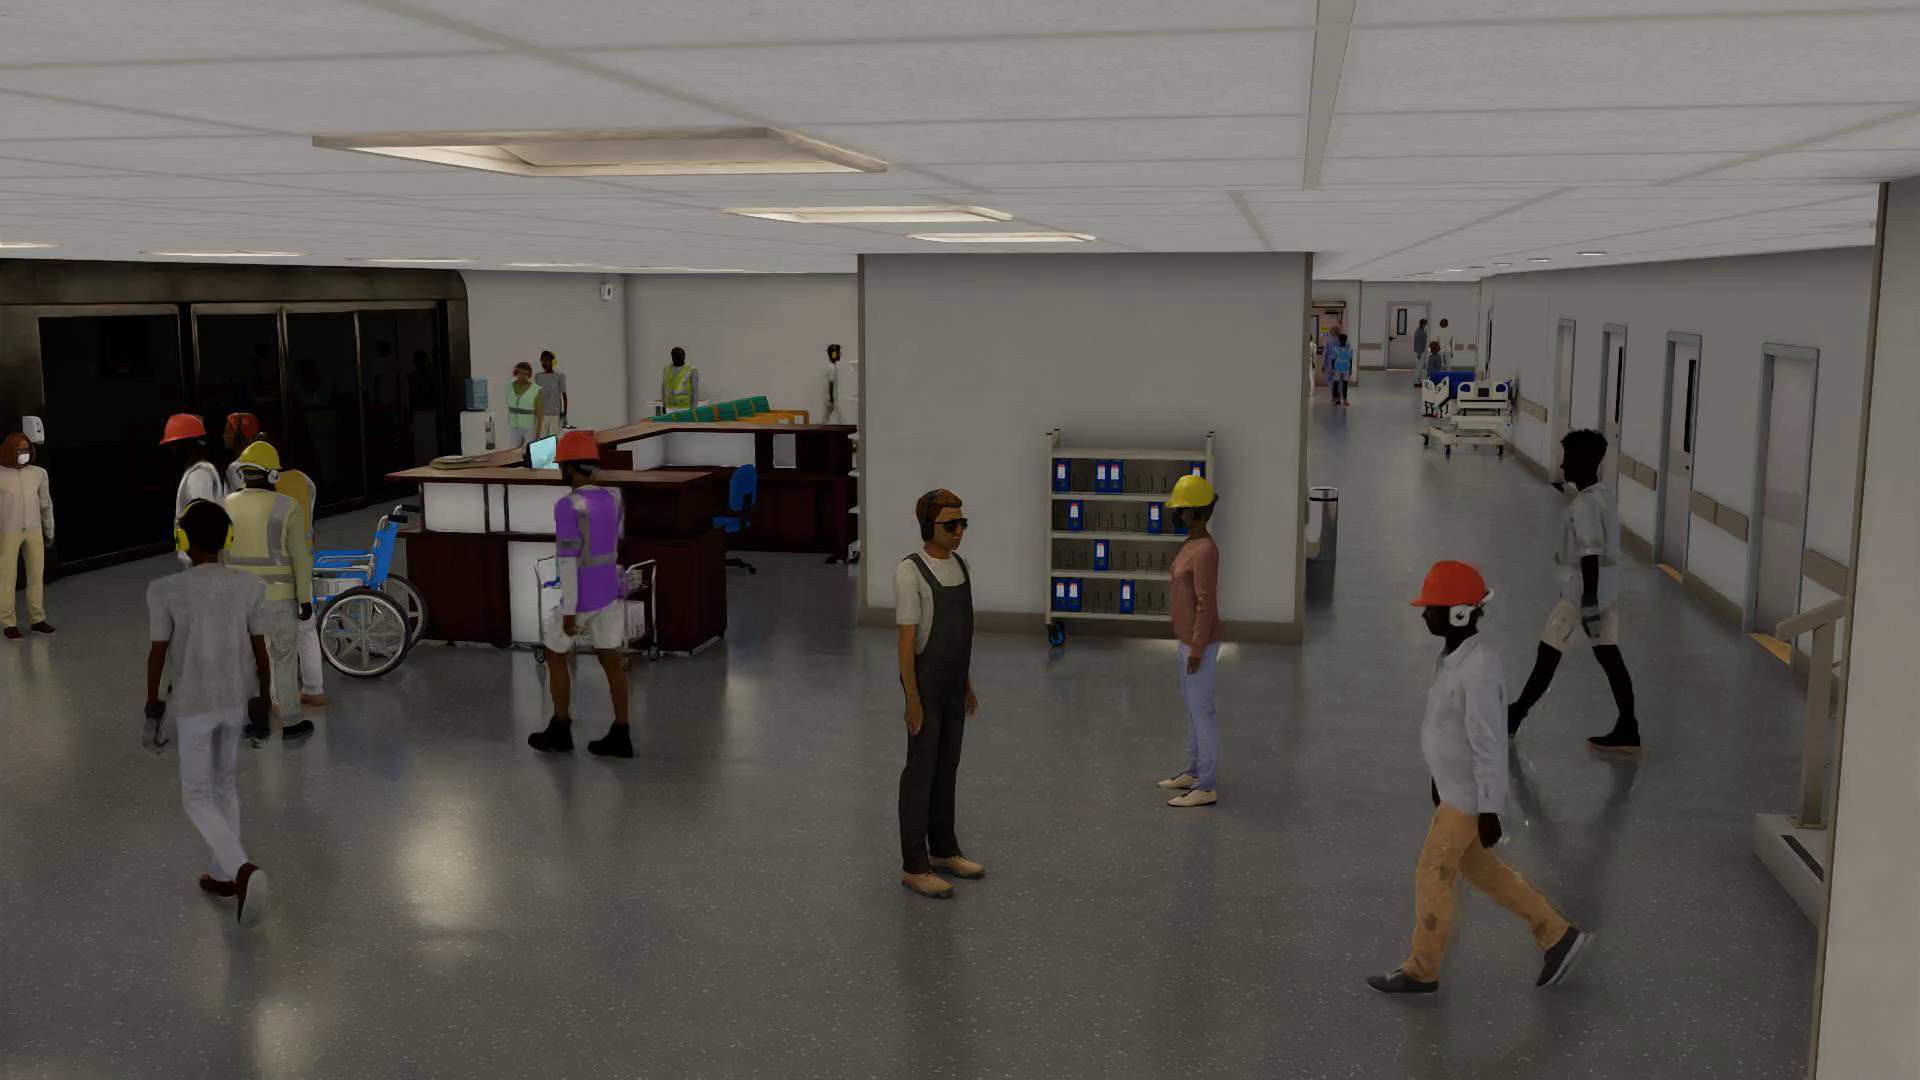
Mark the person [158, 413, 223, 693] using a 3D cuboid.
[{"bbox_3d":[-5.135,0.100,11.246,0.473,1.915,0.569,-3,9,-22],"label":"person"}]

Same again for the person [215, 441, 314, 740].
[{"bbox_3d":[-4.231,0.311,10.144,0.595,1.823,0.403,1,9,5],"label":"person"}]

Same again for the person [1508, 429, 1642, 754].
[{"bbox_3d":[3.617,0.298,9.891,1.004,1.914,0.632,6,10,33],"label":"person"}]

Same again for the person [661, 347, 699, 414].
[{"bbox_3d":[-4.406,-2.102,26.091,0.620,1.845,0.430,3,9,17],"label":"person"}]

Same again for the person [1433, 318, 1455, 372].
[{"bbox_3d":[13.468,-5.207,46.368,0.627,1.940,0.370,0,9,-3],"label":"person"}]

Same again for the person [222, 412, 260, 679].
[{"bbox_3d":[-5.005,0.041,11.723,0.355,1.884,0.575,-1,9,-4],"label":"person"}]

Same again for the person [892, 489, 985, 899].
[{"bbox_3d":[-0.095,0.684,7.585,0.345,1.846,0.508,5,10,32],"label":"person"}]

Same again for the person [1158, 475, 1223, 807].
[{"bbox_3d":[1.234,0.534,8.858,0.314,1.768,0.522,0,9,0],"label":"person"}]

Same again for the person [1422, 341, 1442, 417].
[{"bbox_3d":[10.153,-3.447,35.699,0.278,1.634,0.498,-1,9,-9],"label":"person"}]

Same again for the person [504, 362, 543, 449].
[{"bbox_3d":[-5.700,-1.441,21.827,0.593,1.797,0.546,2,9,13],"label":"person"}]

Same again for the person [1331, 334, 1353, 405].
[{"bbox_3d":[9.050,-4.038,39.414,0.535,1.697,0.318,0,9,-3],"label":"person"}]

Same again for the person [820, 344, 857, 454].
[{"bbox_3d":[-2.002,-2.300,27.426,0.914,1.829,0.557,-3,9,-21],"label":"person"}]

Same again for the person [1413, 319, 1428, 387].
[{"bbox_3d":[12.926,-5.245,46.680,0.383,1.928,0.636,4,9,24],"label":"person"}]

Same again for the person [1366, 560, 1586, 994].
[{"bbox_3d":[2.024,0.925,6.402,0.780,1.723,0.573,1,9,8],"label":"person"}]

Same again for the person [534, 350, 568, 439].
[{"bbox_3d":[-5.891,-1.790,23.928,0.514,1.872,0.332,2,9,10],"label":"person"}]

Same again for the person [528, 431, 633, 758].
[{"bbox_3d":[-2.256,0.319,9.776,0.816,1.906,0.565,4,10,27],"label":"person"}]

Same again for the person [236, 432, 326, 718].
[{"bbox_3d":[-4.413,0.219,10.743,0.431,1.834,0.626,4,9,23],"label":"person"}]

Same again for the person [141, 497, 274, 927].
[{"bbox_3d":[-3.231,0.742,7.227,0.790,1.845,0.527,8,11,42],"label":"person"}]

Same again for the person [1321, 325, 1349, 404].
[{"bbox_3d":[8.985,-4.182,39.754,0.686,1.884,0.491,-2,9,-11],"label":"person"}]

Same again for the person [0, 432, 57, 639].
[{"bbox_3d":[-7.403,-0.038,13.124,0.285,1.627,0.504,6,10,33],"label":"person"}]
